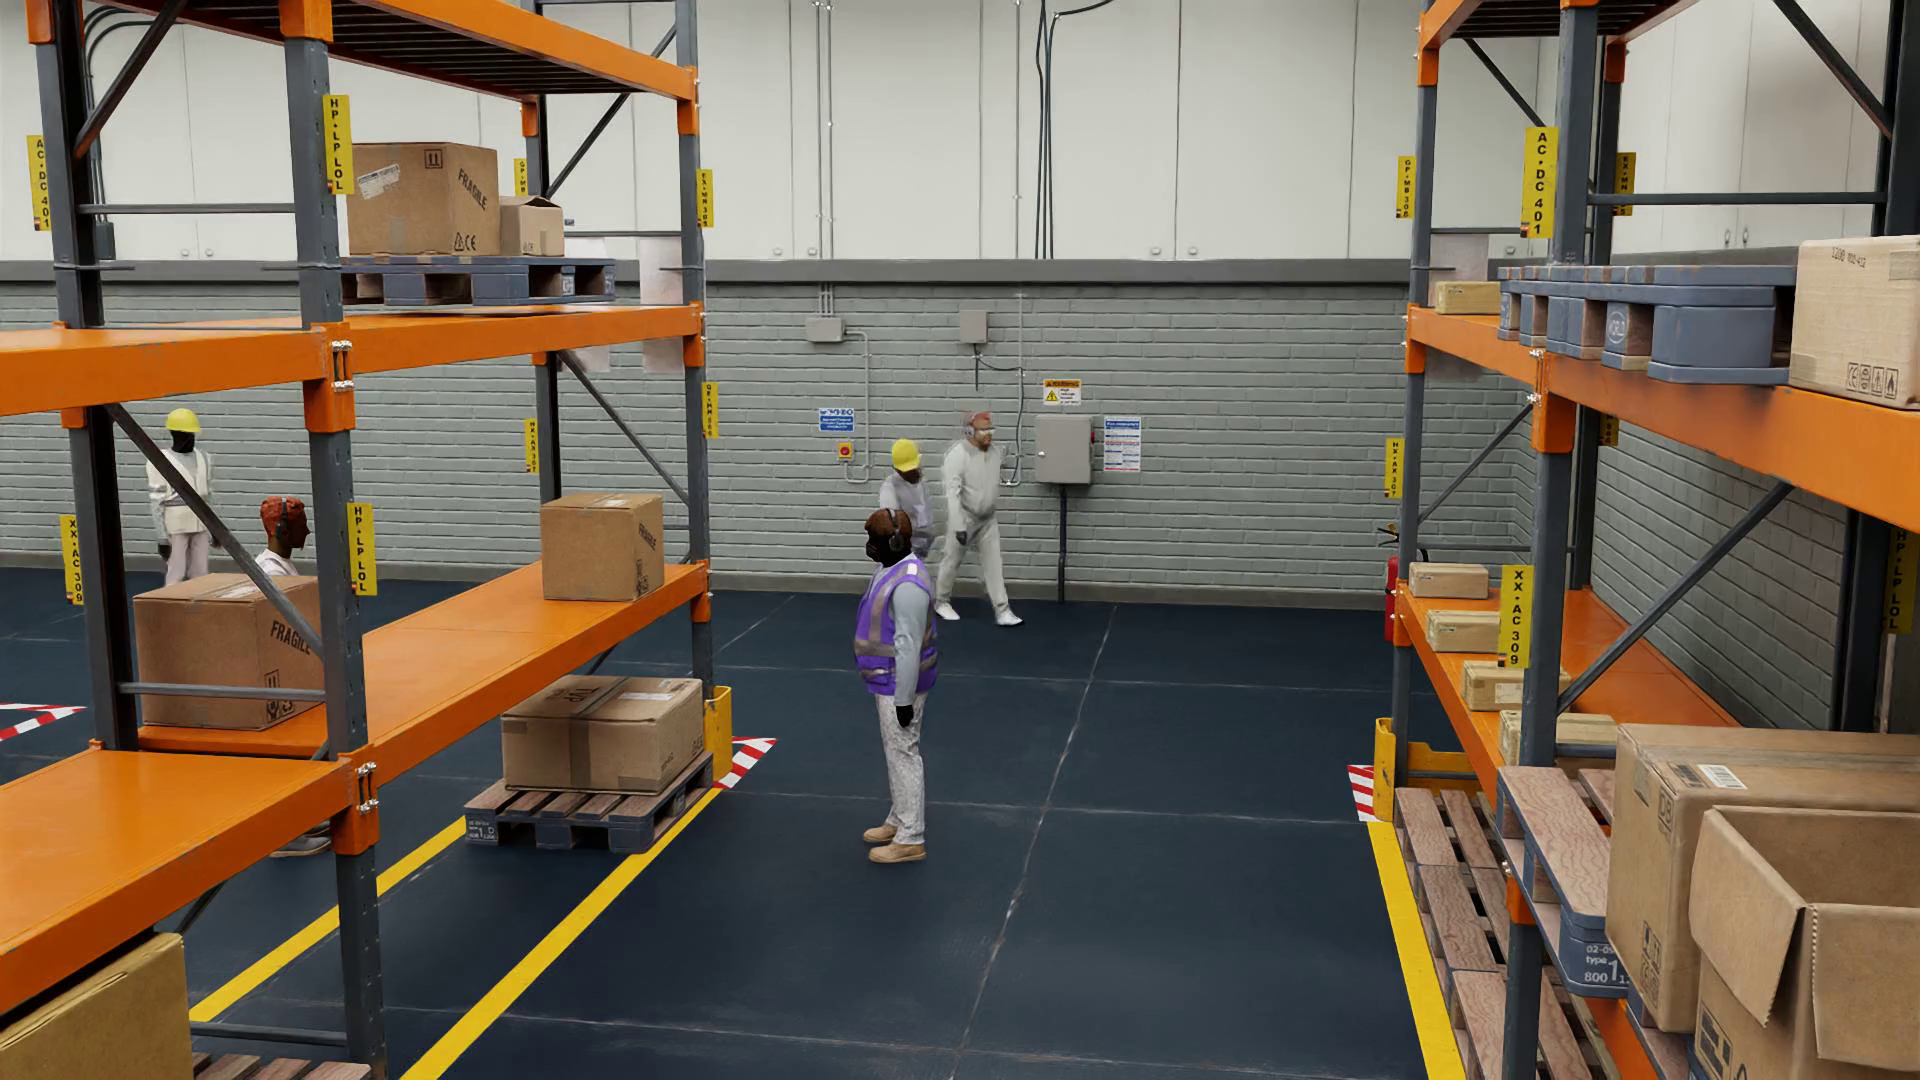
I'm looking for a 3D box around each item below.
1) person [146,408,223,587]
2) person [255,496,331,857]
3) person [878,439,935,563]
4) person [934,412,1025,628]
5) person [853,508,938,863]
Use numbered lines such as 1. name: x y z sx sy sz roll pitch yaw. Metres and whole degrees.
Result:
1. person: -6.280 -0.111 13.539 0.381 1.924 0.637 4 10 23
2. person: -3.511 0.703 8.667 0.359 1.880 0.575 -3 10 -21
3. person: -0.371 0.092 12.759 0.407 1.788 0.733 4 10 22
4. person: 0.114 -0.177 14.198 0.655 1.849 1.011 -8 12 -42
5. person: -0.334 0.740 8.586 0.429 1.837 0.630 -1 9 -8
